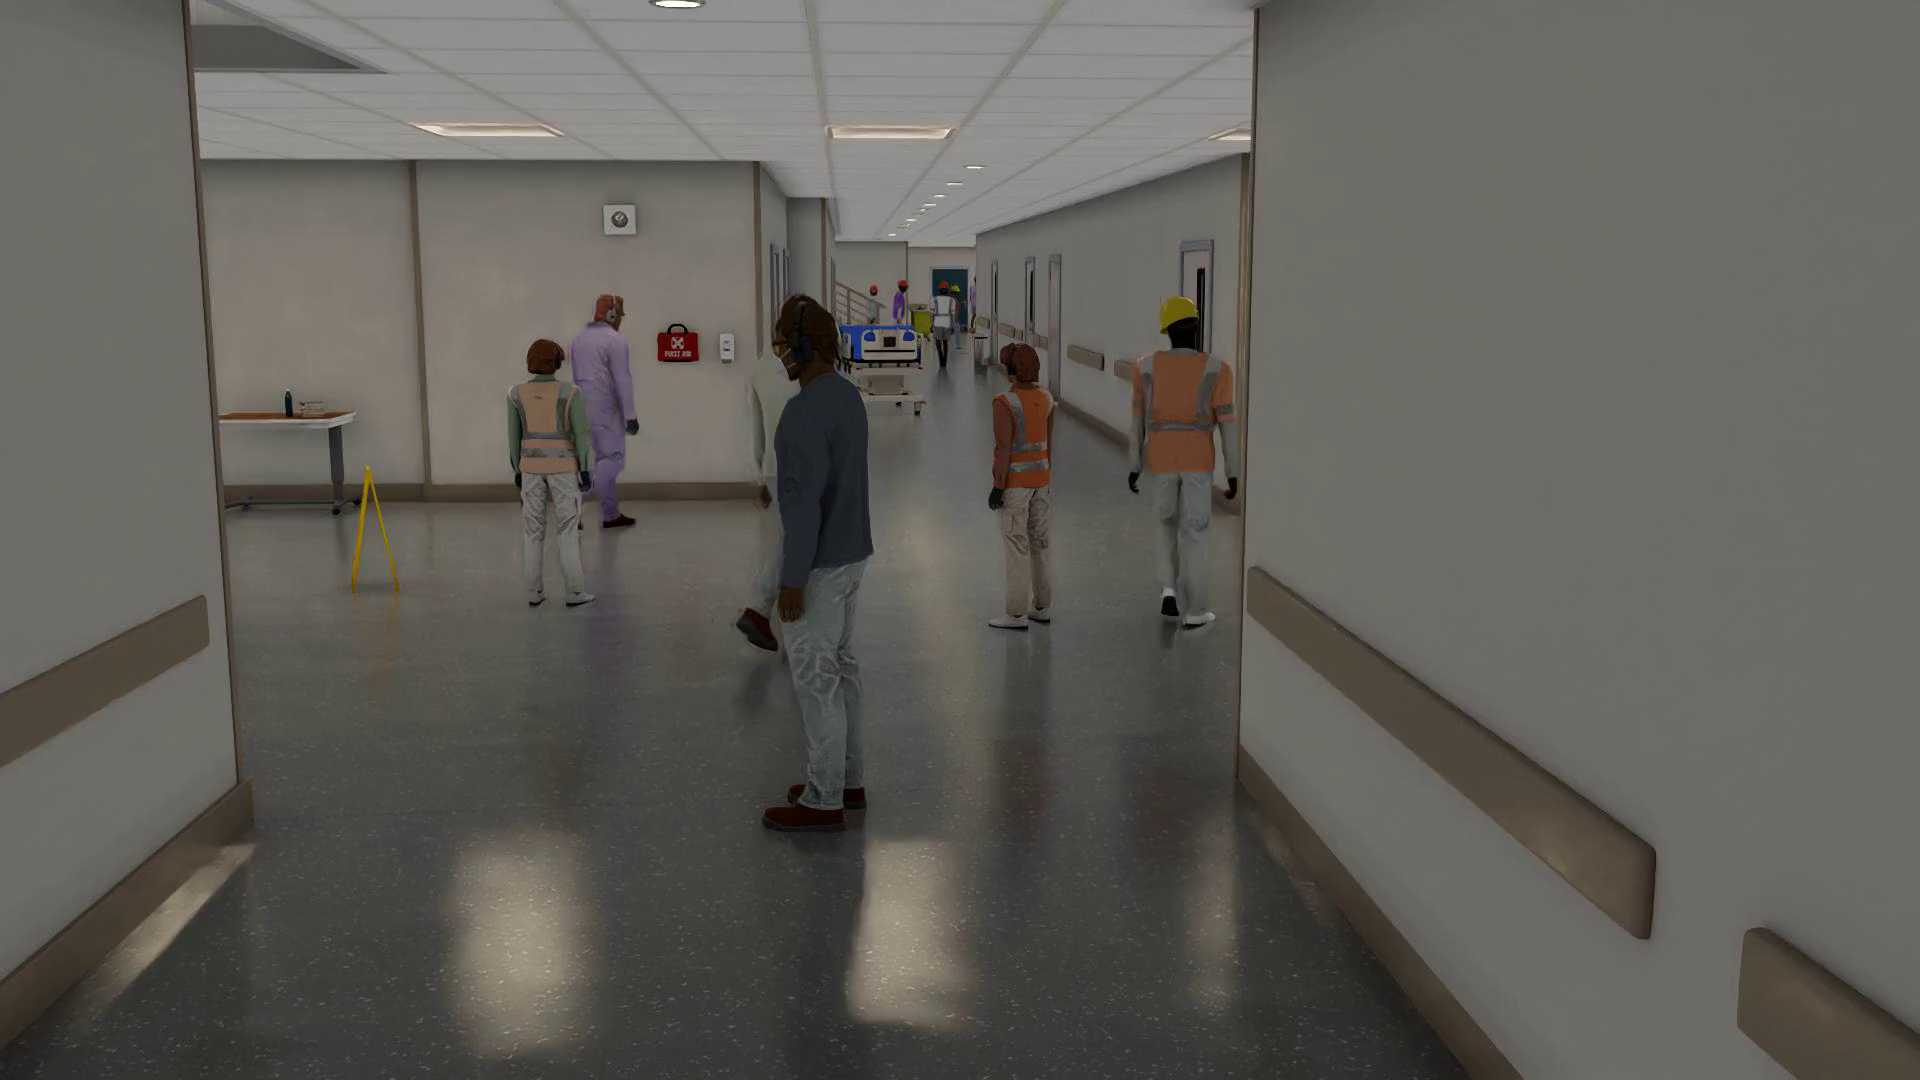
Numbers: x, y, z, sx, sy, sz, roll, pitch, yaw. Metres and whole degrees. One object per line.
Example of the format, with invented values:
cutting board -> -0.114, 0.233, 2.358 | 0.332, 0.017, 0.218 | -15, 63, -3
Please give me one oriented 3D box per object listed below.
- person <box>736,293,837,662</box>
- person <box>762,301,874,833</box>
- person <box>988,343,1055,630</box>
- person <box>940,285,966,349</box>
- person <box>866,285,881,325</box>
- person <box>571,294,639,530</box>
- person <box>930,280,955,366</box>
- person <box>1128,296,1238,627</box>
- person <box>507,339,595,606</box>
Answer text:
person -> -0.846, -0.306, 8.627 | 0.474, 1.927, 0.625 | -8, 12, -41
person -> -0.515, 0.097, 6.121 | 0.382, 1.928, 0.635 | 2, 9, 10
person -> 0.354, -0.307, 9.540 | 0.309, 1.639, 0.523 | 7, 12, 38
person -> -0.210, -6.082, 45.443 | 0.721, 1.744, 0.531 | -1, 9, -6
person -> -2.437, -6.361, 47.242 | 0.475, 1.736, 0.574 | -5, 10, -27
person -> -2.885, -0.999, 13.140 | 0.699, 1.875, 0.671 | -8, 12, -42
person -> -0.372, -4.750, 36.591 | 0.549, 1.919, 0.811 | -1, 9, -8
person -> 1.295, -0.449, 9.616 | 0.648, 1.896, 0.437 | 4, 10, 21
person -> -2.504, -0.407, 10.170 | 0.512, 1.639, 0.311 | 1, 9, 9
